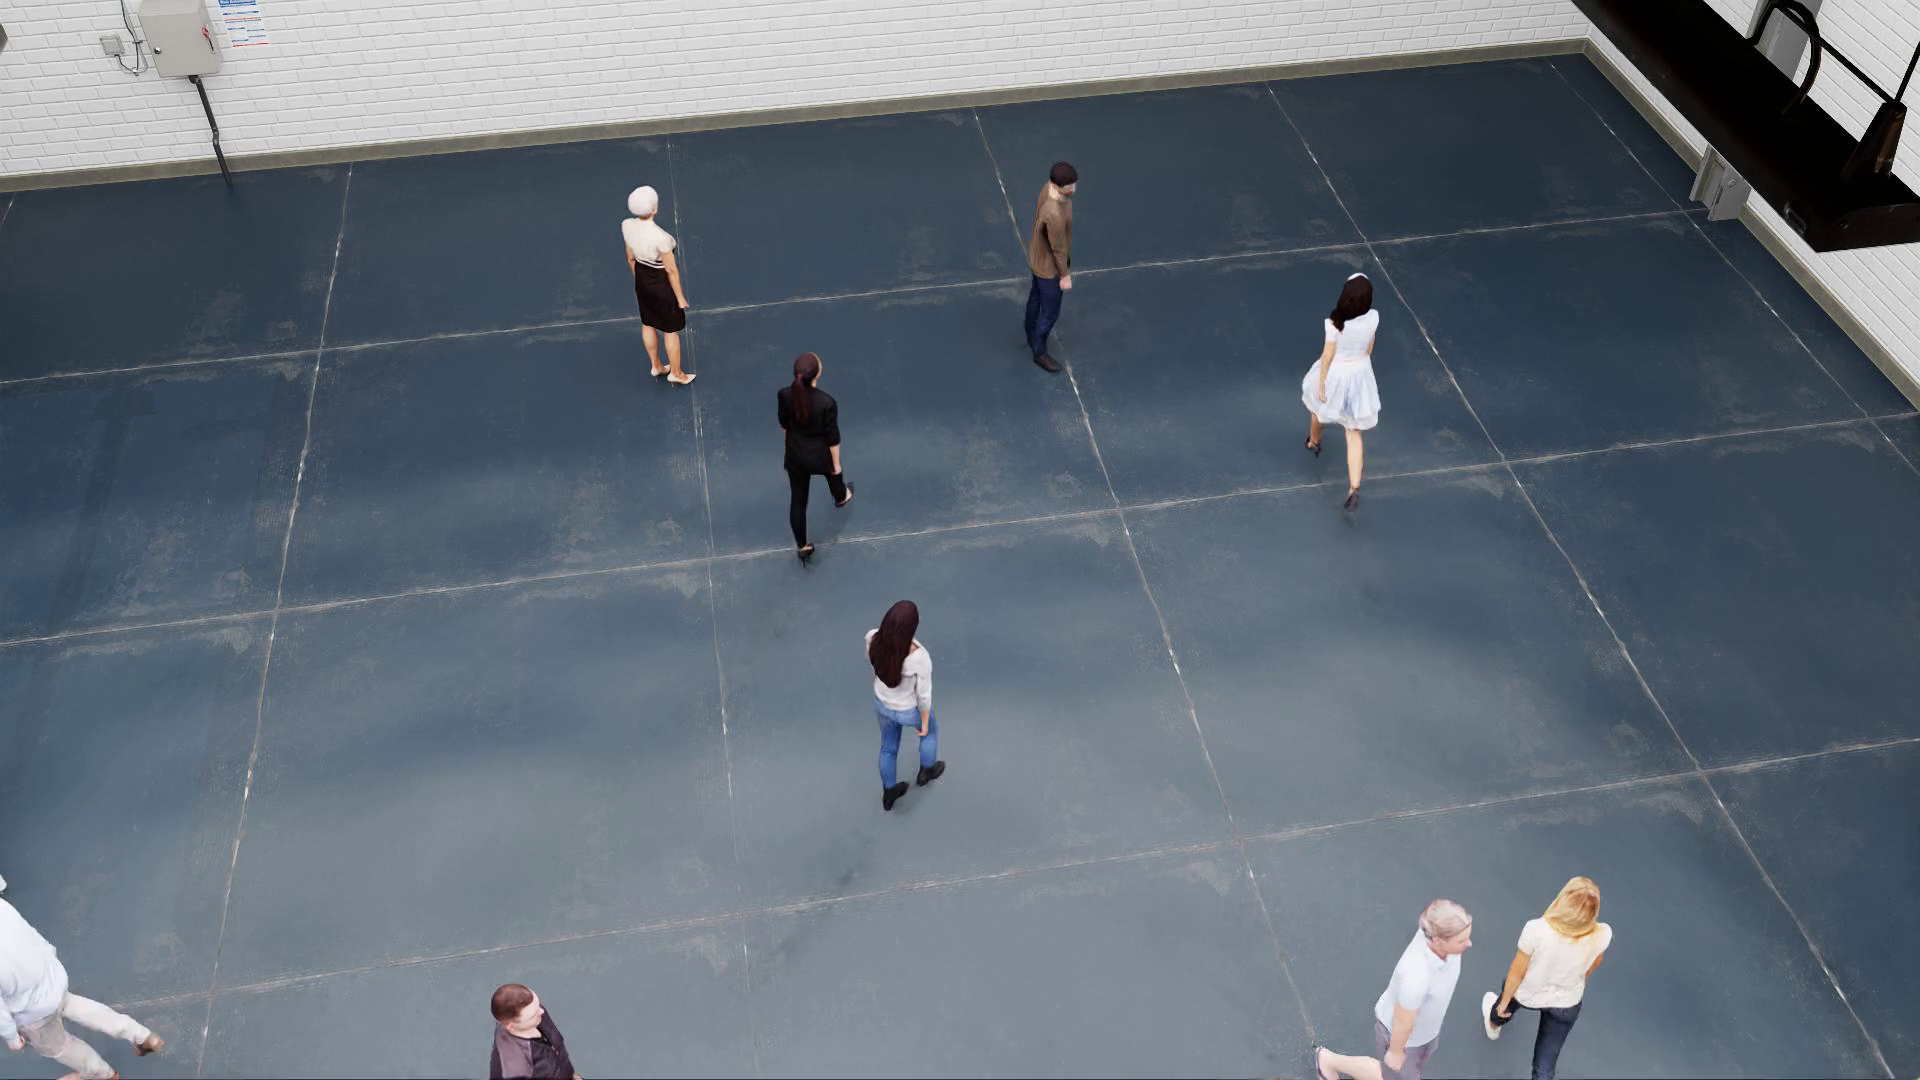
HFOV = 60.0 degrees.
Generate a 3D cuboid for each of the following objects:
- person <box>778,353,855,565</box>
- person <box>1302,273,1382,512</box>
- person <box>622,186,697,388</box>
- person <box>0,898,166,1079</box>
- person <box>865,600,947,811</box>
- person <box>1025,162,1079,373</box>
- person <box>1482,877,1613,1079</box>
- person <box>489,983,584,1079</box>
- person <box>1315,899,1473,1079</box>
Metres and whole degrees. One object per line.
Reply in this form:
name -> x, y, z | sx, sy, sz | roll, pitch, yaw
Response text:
person -> -1.046, -0.505, 11.290 | 0.928, 1.622, 1.133 | 12, 45, 12
person -> 2.742, -1.020, 11.719 | 0.712, 1.776, 1.230 | -4, 44, -4
person -> -2.313, -1.912, 12.670 | 0.700, 1.756, 0.751 | 24, 49, 23
person -> -4.486, 2.254, 8.222 | 0.855, 1.858, 0.826 | 3, 44, 3
person -> -0.392, 1.019, 9.692 | 0.783, 1.619, 0.846 | 20, 47, 20
person -> 0.655, -2.194, 12.891 | 0.937, 1.859, 0.507 | -13, 45, -13
person -> 2.895, 2.341, 8.200 | 0.906, 1.763, 1.260 | 7, 44, 8
person -> -2.094, 2.644, 7.843 | 0.842, 1.817, 0.974 | 0, 44, 0
person -> 2.139, 2.316, 8.188 | 0.997, 1.816, 0.920 | 31, 52, 28
